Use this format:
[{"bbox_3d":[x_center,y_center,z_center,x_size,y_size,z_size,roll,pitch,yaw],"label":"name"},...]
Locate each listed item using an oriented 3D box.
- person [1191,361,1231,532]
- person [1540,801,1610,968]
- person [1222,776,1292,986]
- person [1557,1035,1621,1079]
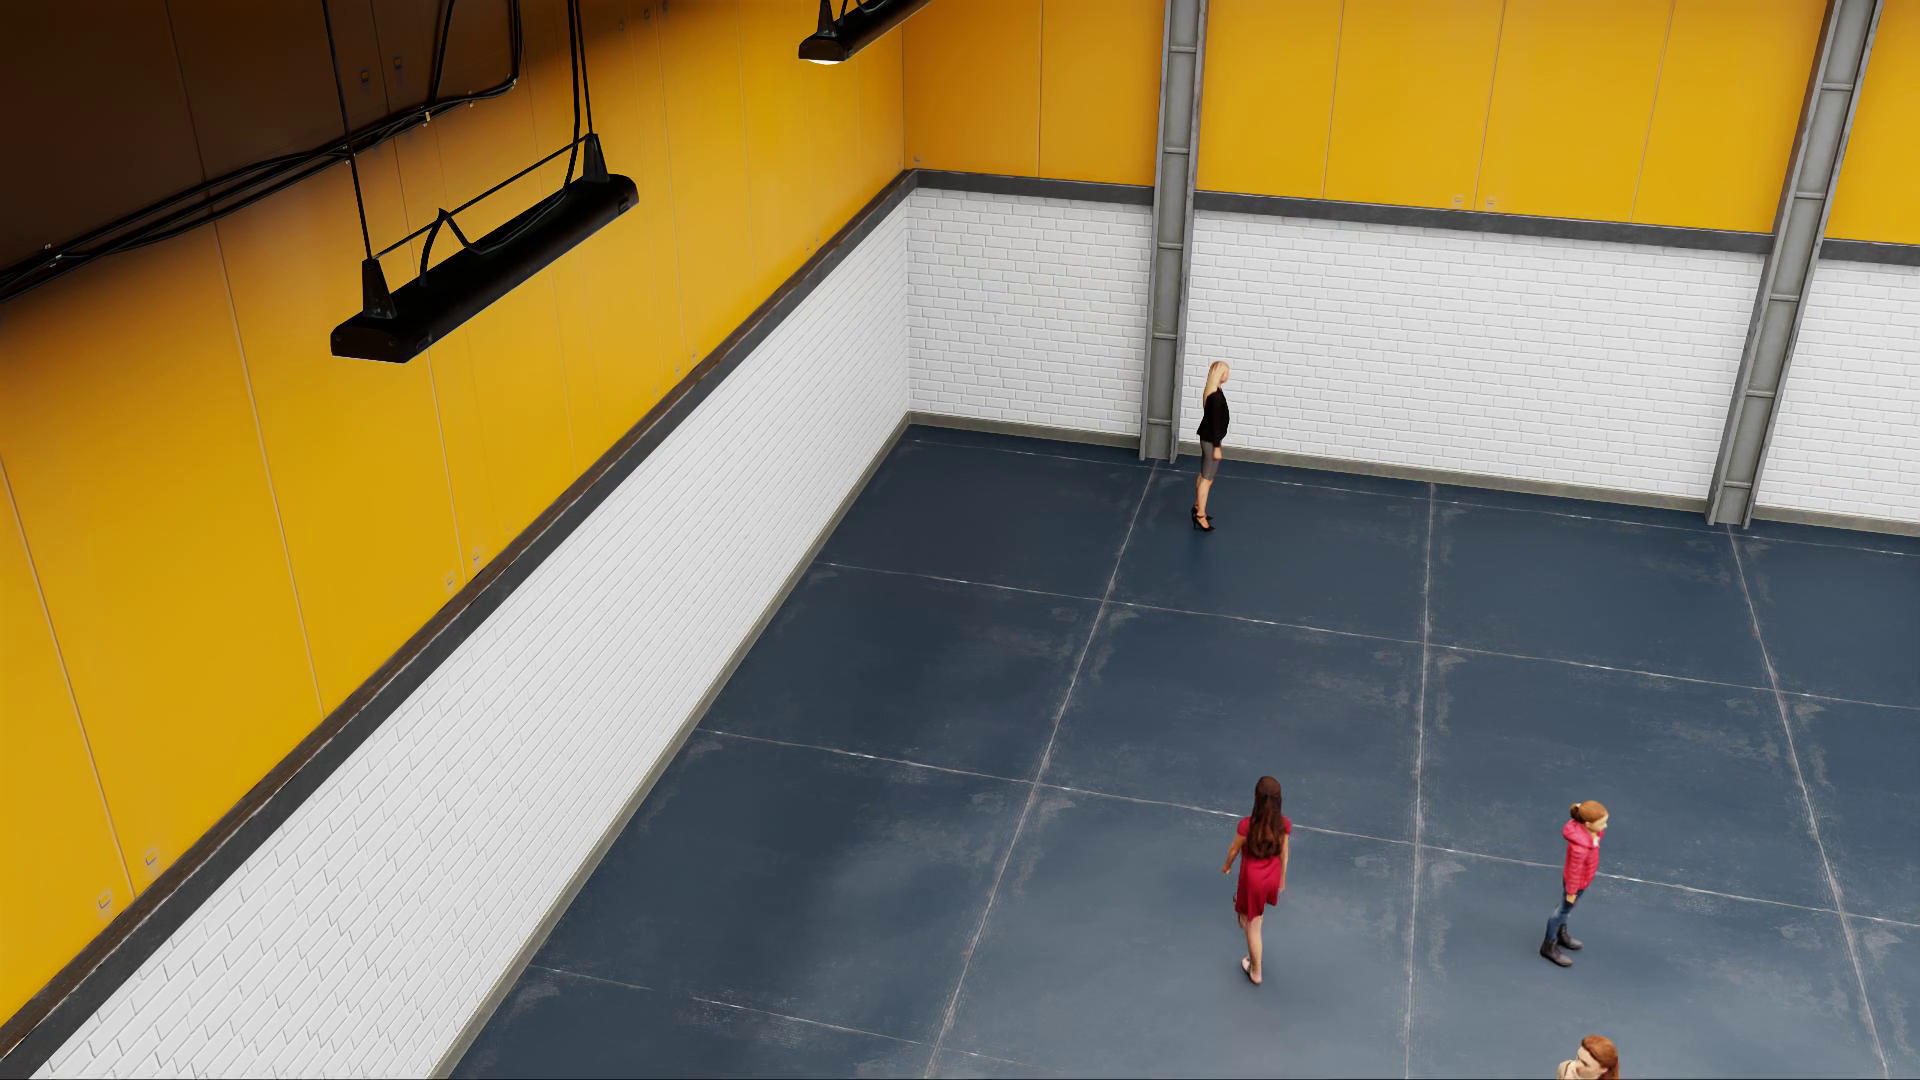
[{"bbox_3d":[2.540,-0.965,16.912,0.627,1.840,0.662,0,29,0],"label":"person"},{"bbox_3d":[4.221,2.325,11.429,0.574,1.315,0.567,17,33,28],"label":"person"},{"bbox_3d":[2.032,2.321,11.225,0.995,1.518,0.895,-6,29,-12],"label":"person"},{"bbox_3d":[3.473,3.354,9.238,0.898,1.607,0.828,-14,32,-24],"label":"person"}]
